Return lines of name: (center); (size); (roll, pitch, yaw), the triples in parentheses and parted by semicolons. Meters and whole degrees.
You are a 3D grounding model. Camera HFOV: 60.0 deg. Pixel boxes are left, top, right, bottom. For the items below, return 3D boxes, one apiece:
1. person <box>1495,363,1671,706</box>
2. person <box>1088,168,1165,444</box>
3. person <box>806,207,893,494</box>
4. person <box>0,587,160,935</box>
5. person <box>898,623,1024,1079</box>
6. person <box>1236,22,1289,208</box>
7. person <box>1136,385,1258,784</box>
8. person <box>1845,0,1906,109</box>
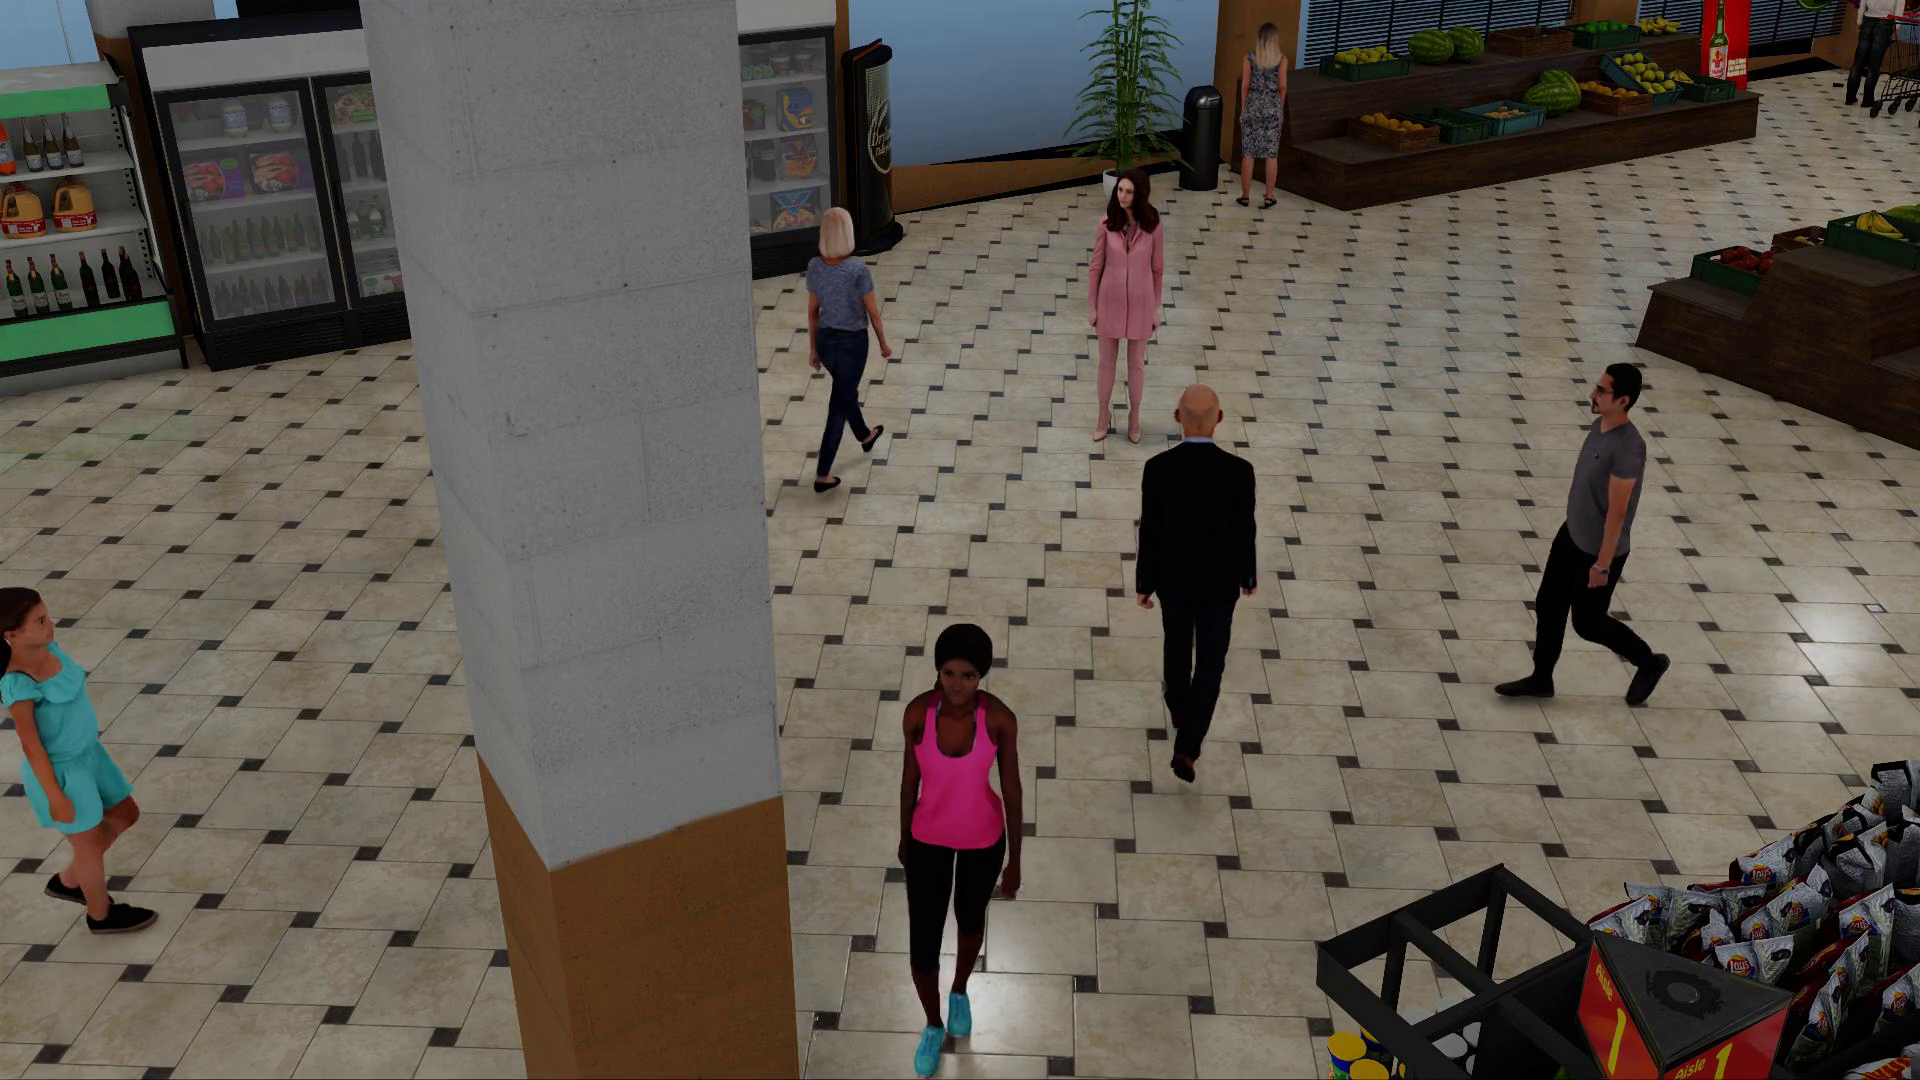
person: (3.015, 0.026, 7.699); (1.082, 1.734, 0.886); (-1, 27, -3)
person: (1.064, -1.489, 10.615); (0.667, 1.800, 0.753); (4, 27, 8)
person: (-0.747, -1.086, 9.972); (0.968, 1.663, 1.201); (14, 30, 25)
person: (-3.441, 0.855, 6.266); (0.741, 1.552, 0.680); (-3, 27, -6)
person: (-0.003, 1.003, 5.801); (0.767, 1.710, 0.812); (1, 27, 1)
person: (2.842, -4.002, 15.677); (0.629, 1.704, 0.694); (6, 28, 12)
person: (1.037, 0.211, 7.289); (1.144, 1.776, 1.220); (8, 28, 15)
person: (10.787, -6.034, 19.568); (0.582, 1.807, 0.681); (-18, 32, -32)
